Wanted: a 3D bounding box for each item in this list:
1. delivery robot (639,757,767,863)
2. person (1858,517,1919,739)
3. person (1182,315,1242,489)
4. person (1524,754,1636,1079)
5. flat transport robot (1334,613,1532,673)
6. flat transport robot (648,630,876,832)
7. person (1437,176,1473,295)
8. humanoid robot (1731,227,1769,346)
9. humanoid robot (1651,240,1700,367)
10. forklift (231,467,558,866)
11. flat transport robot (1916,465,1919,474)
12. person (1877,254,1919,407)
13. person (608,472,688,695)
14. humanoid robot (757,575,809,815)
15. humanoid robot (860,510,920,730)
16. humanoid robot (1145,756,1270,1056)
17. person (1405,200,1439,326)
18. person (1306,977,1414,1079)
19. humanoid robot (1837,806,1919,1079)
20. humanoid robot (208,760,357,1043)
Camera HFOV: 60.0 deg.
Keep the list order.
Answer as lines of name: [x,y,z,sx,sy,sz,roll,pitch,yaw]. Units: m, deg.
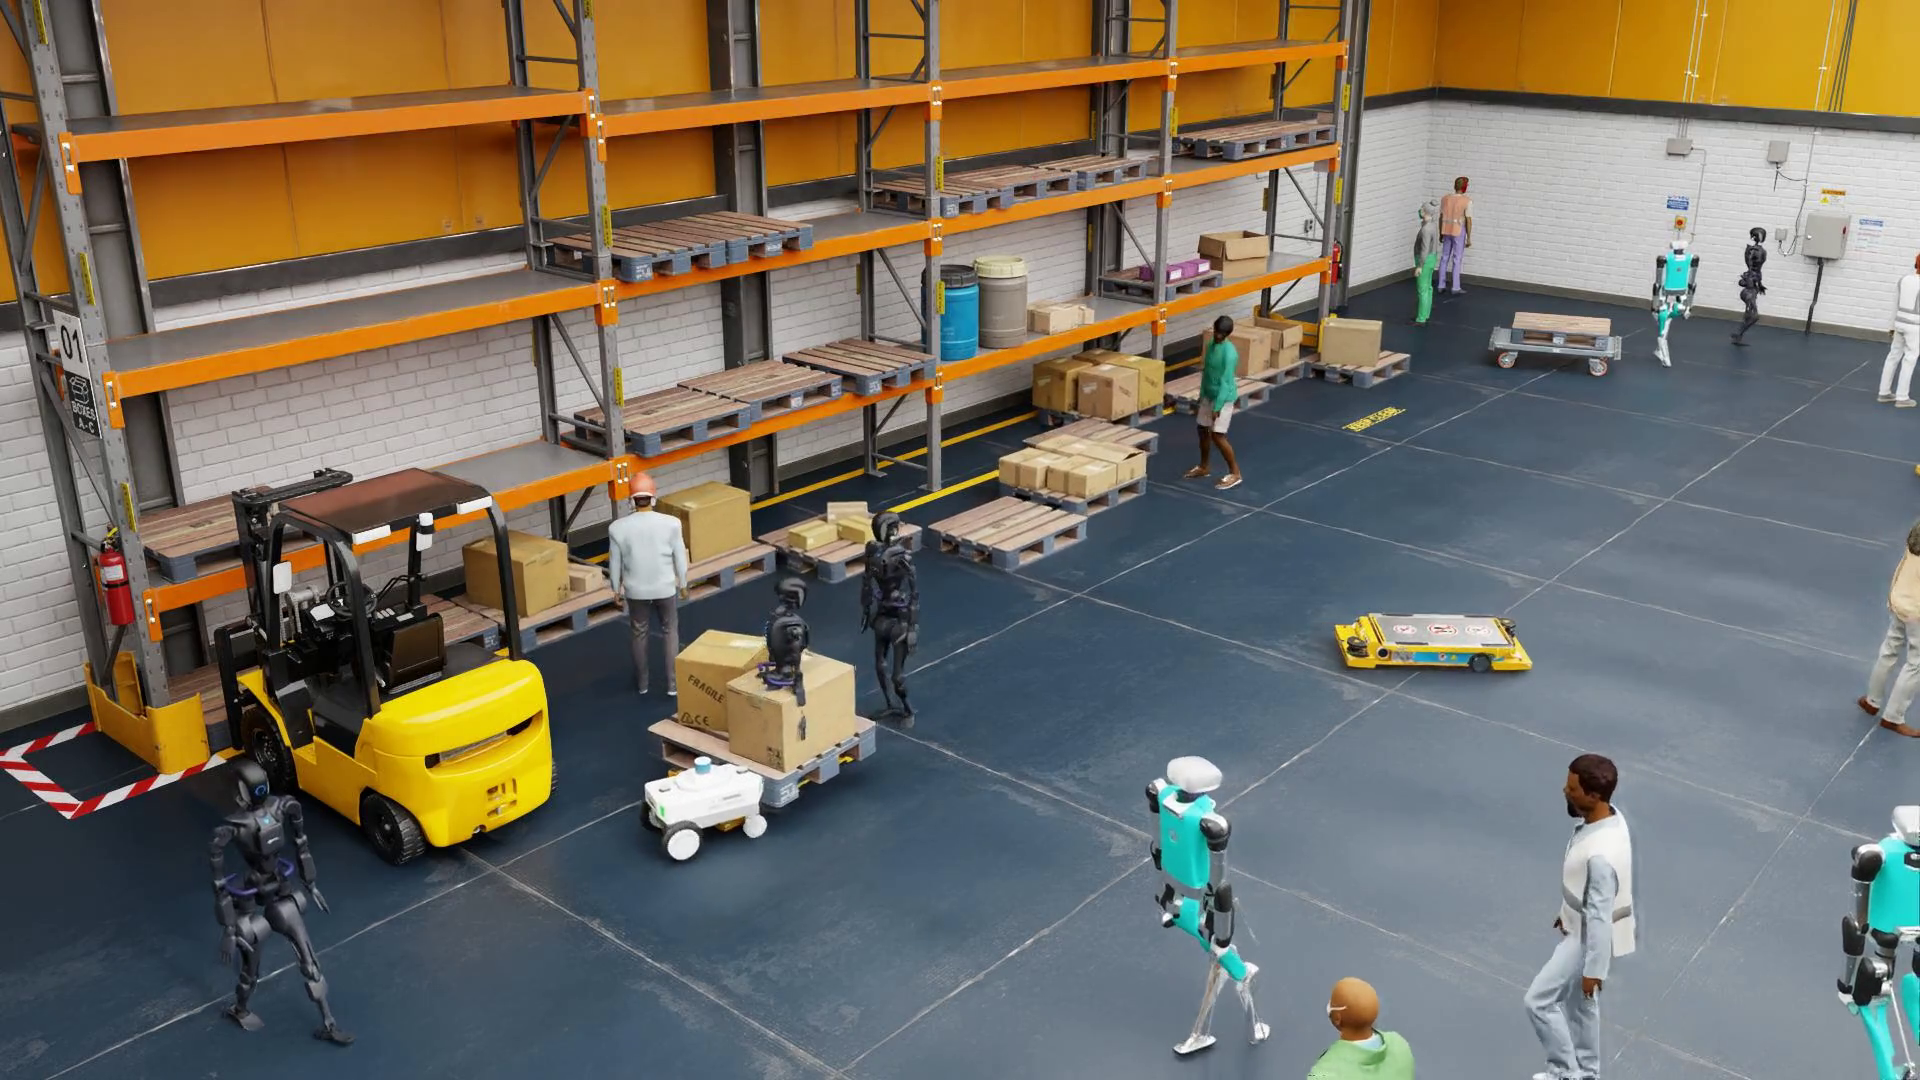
delivery robot: [-1.634,1.659,10.600,0.745,0.565,0.499,-10,23,-26]
person: [6.879,0.481,11.991,0.371,1.852,0.741,1,20,3]
person: [2.676,-1.458,17.266,0.426,1.825,0.583,-6,21,-17]
person: [2.971,1.902,8.048,0.550,1.897,0.616,7,21,18]
flat transport robot: [3.778,0.821,13.326,1.431,0.231,0.659,1,20,3]
flat transport robot: [-1.338,1.547,11.359,0.659,0.231,1.431,14,25,34]
person: [7.820,-4.816,26.323,0.373,1.843,0.569,-17,26,-38]
humanoid robot: [10.963,-3.498,22.996,0.351,1.653,0.600,15,25,35]
humanoid robot: [9.316,-3.116,21.915,0.556,1.746,1.048,2,20,6]
forklift: [-3.730,0.710,10.856,2.313,2.155,1.214,17,26,38]
flat transport robot: [10.608,-0.569,17.092,0.659,0.231,1.431,-3,20,-7]
person: [11.511,-2.551,20.147,0.348,1.880,0.581,-5,21,-14]
person: [-2.337,0.336,12.520,0.577,1.750,0.365,-2,20,-5]
humanoid robot: [-1.182,1.005,10.801,0.412,1.637,0.601,-8,22,-21]
humanoid robot: [-0.475,0.563,11.997,0.336,1.649,0.608,-19,27,-41]
humanoid robot: [1.343,1.884,8.450,0.844,1.863,0.531,-13,24,-32]
person: [6.763,-4.041,24.239,0.346,1.836,0.513,11,23,28]
person: [1.594,2.540,6.531,0.551,1.756,0.734,-12,23,-29]
humanoid robot: [4.375,2.123,7.616,0.539,1.755,0.718,-1,20,-2]
humanoid robot: [-3.564,1.863,8.550,0.802,1.622,0.608,12,23,30]
